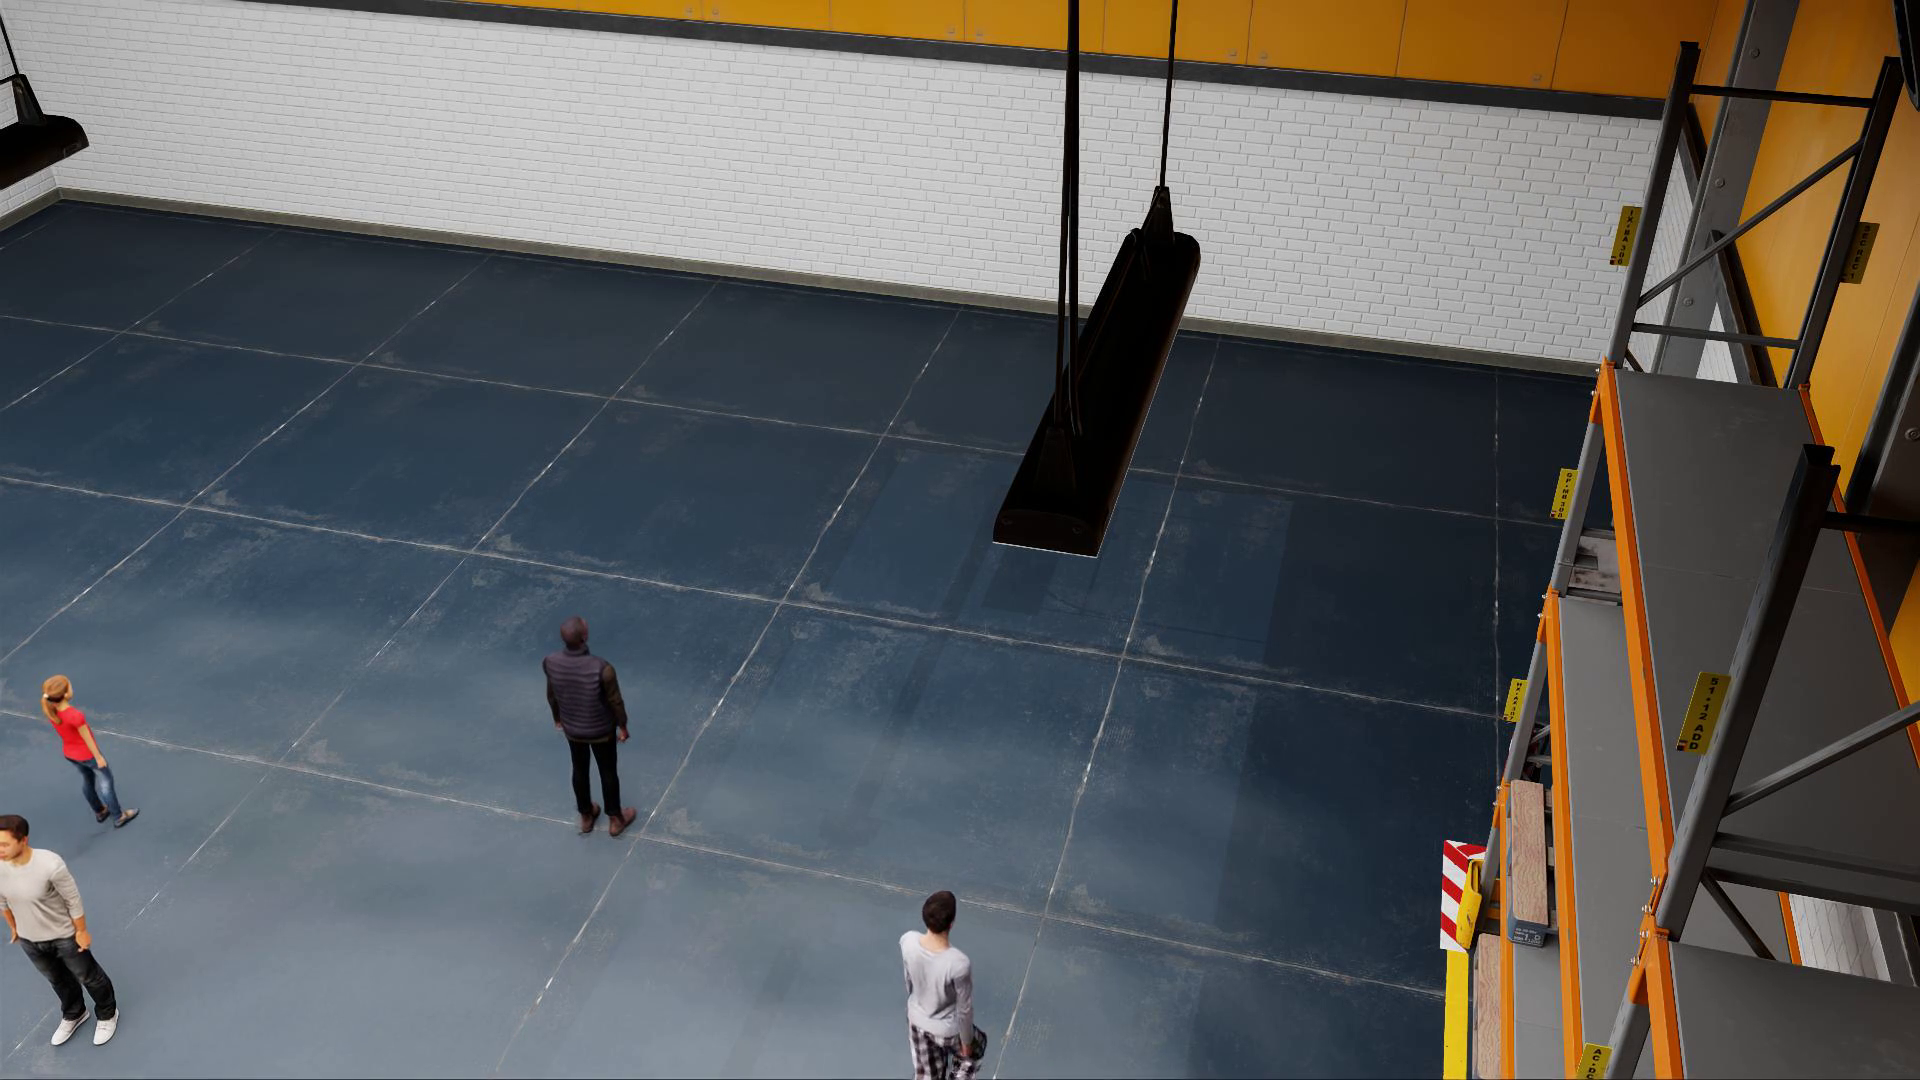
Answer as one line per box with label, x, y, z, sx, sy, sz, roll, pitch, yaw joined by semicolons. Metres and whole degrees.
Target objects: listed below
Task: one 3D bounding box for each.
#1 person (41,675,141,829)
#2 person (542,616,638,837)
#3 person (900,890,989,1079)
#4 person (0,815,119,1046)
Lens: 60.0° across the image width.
person;-6.246;1.524;11.778;0.552;1.308;0.573;15;36;21
person;-2.602;1.300;11.640;0.706;1.835;0.559;7;34;10
person;-0.160;2.774;9.421;0.746;1.836;0.774;19;38;26
person;-5.512;2.341;10.094;0.683;1.811;0.607;3;34;4
